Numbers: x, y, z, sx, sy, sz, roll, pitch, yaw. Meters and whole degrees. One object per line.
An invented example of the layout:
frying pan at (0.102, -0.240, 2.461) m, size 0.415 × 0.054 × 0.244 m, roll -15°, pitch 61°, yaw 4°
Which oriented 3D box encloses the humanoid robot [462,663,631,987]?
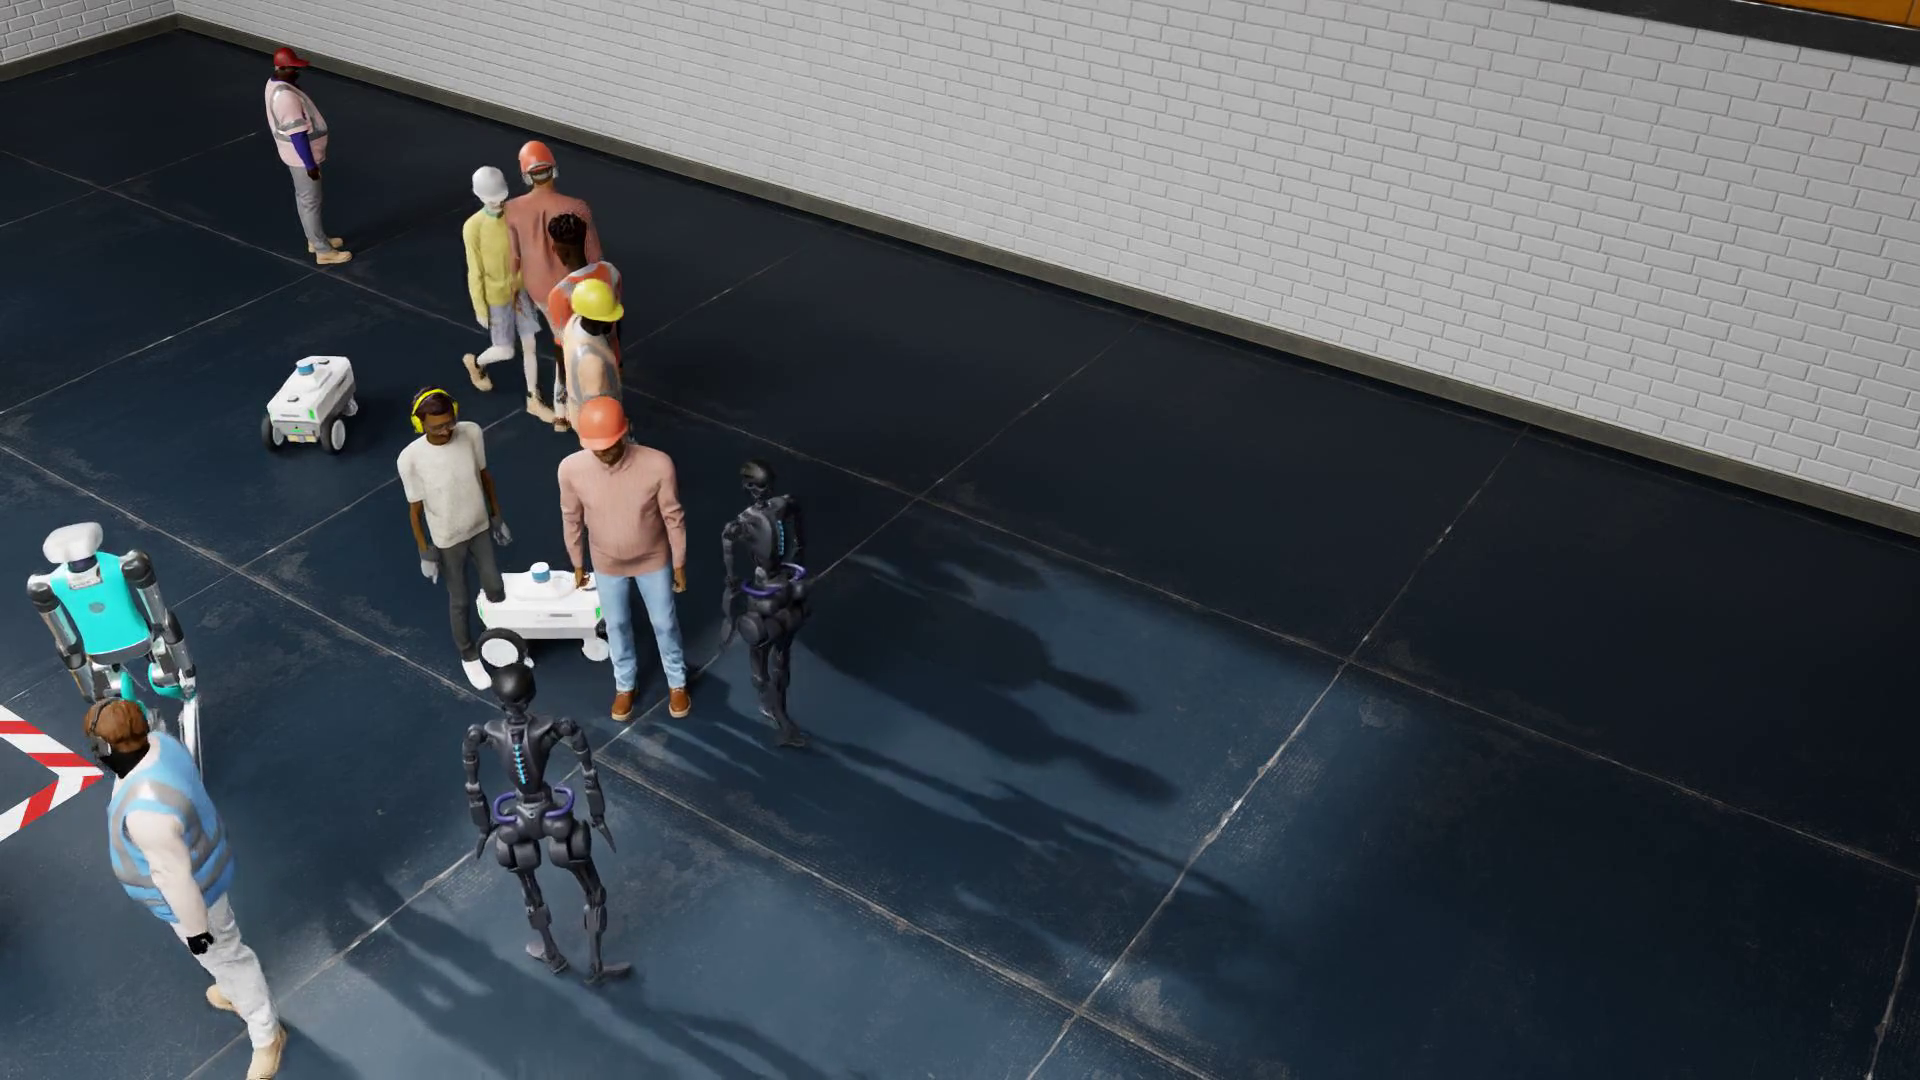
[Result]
humanoid robot at (-1.821, 1.277, 7.219) m, size 0.612 × 1.645 × 0.480 m, roll -4°, pitch 35°, yaw -6°

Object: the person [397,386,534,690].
person at (-2.653, -0.014, 8.904) m, size 0.355 × 1.854 × 0.536 m, roll 29°, pitch 44°, yaw 35°

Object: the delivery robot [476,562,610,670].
delivery robot at (-2.366, 0.401, 9.451) m, size 0.801 × 0.606 × 0.499 m, roll 0°, pitch 35°, yaw 0°

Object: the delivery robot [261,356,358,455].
delivery robot at (-4.423, -0.924, 11.352) m, size 0.499 × 0.614 × 0.785 m, roll 3°, pitch 35°, yaw 4°

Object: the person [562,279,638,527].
person at (-2.095, -0.718, 9.865) m, size 0.423 × 1.900 × 0.605 m, roll -10°, pitch 36°, yaw -14°

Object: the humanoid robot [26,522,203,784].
humanoid robot at (-4.047, 0.626, 8.195) m, size 0.569 × 1.909 × 0.729 m, roll -13°, pitch 37°, yaw -17°

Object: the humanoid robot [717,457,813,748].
humanoid robot at (-0.948, 0.350, 8.550) m, size 0.599 × 1.635 × 0.480 m, roll -29°, pitch 44°, yaw -34°

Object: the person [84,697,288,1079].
person at (-3.196, 1.452, 6.855) m, size 0.435 × 1.806 × 0.749 m, roll -14°, pitch 37°, yaw -20°

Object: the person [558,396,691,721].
person at (-1.725, 0.111, 8.613) m, size 0.635 × 1.982 × 0.427 m, roll -2°, pitch 35°, yaw -3°

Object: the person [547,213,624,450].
person at (-2.315, -1.107, 10.384) m, size 0.389 × 1.952 × 0.607 m, roll 15°, pitch 38°, yaw 21°

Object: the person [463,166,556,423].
person at (-3.147, -1.689, 11.292) m, size 0.709 × 1.863 × 0.481 m, roll 24°, pitch 41°, yaw 30°

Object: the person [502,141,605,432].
person at (-2.723, -1.760, 11.334) m, size 0.660 × 1.927 × 0.995 m, roll 1°, pitch 35°, yaw 2°

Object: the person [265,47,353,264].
person at (-5.276, -3.100, 13.405) m, size 0.419 × 1.748 × 0.613 m, roll -16°, pitch 38°, yaw -21°
